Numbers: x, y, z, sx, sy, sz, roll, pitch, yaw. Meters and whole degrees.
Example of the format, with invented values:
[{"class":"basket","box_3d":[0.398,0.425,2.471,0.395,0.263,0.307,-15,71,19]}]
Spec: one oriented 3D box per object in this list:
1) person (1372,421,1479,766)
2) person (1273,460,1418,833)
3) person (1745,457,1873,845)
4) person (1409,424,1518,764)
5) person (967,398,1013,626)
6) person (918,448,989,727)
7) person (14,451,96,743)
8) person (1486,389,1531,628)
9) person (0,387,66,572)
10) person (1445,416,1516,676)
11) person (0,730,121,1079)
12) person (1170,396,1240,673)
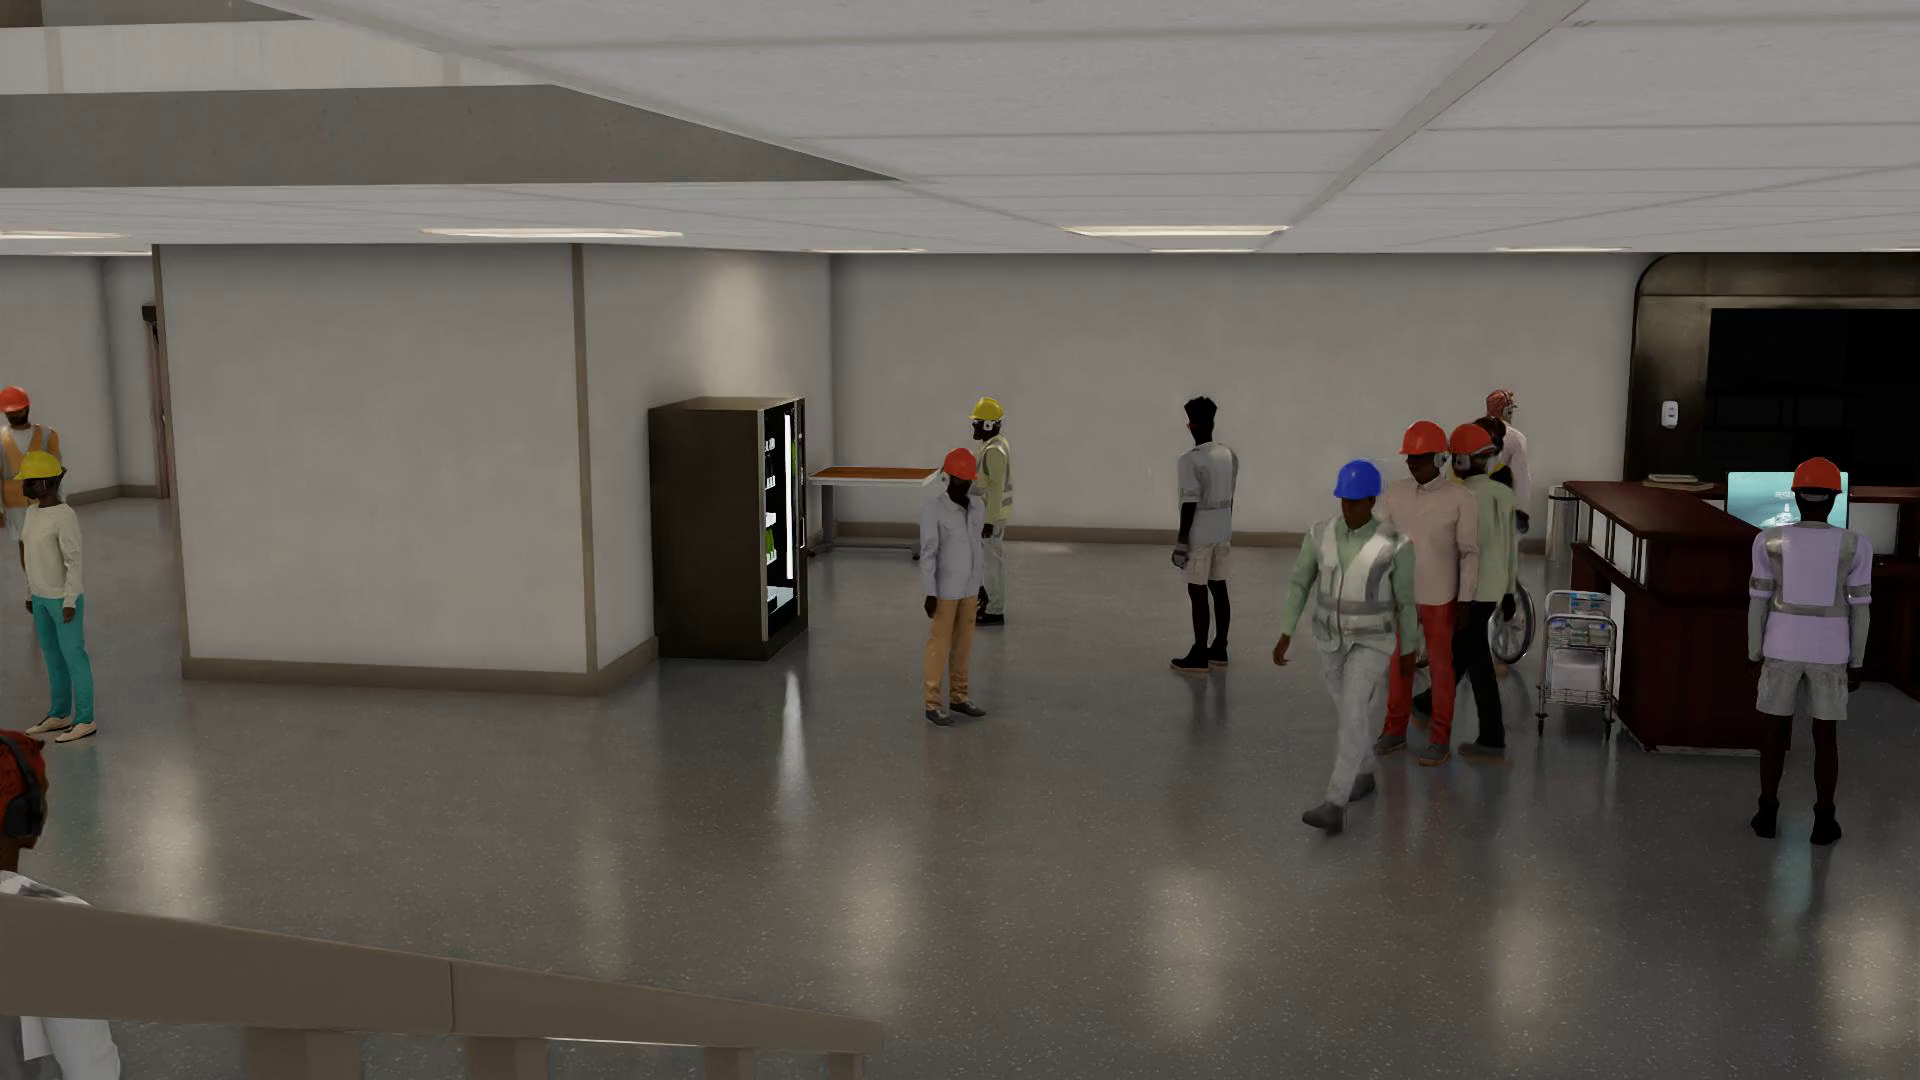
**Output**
[{"class":"person","box_3d":[2.663,0.303,9.612,0.623,1.992,0.396,9,13,43]},{"class":"person","box_3d":[2.016,0.518,8.618,0.610,1.886,1.029,8,12,41]},{"class":"person","box_3d":[4.214,0.550,8.294,0.543,1.929,0.372,5,11,29]},{"class":"person","box_3d":[2.897,0.288,9.837,0.636,1.945,1.002,-8,12,-41]},{"class":"person","box_3d":[0.224,-0.226,13.374,0.403,1.834,0.589,0,9,0]},{"class":"person","box_3d":[-0.013,0.287,10.460,0.340,1.748,0.568,8,12,42]},{"class":"person","box_3d":[-5.510,0.340,10.094,0.525,1.769,0.308,6,11,33]},{"class":"person","box_3d":[4.291,-0.251,13.303,0.410,1.909,0.643,-6,11,-34]},{"class":"person","box_3d":[-7.652,-0.303,13.670,0.559,1.890,0.934,-5,11,-29]},{"class":"person","box_3d":[3.680,0.039,11.758,0.429,1.836,0.632,-3,10,-18]},{"class":"person","box_3d":[-2.071,1.337,3.621,0.575,1.876,0.356,2,10,15]},{"class":"person","box_3d":[1.728,-0.036,11.800,0.372,1.963,0.608,9,13,44]}]
